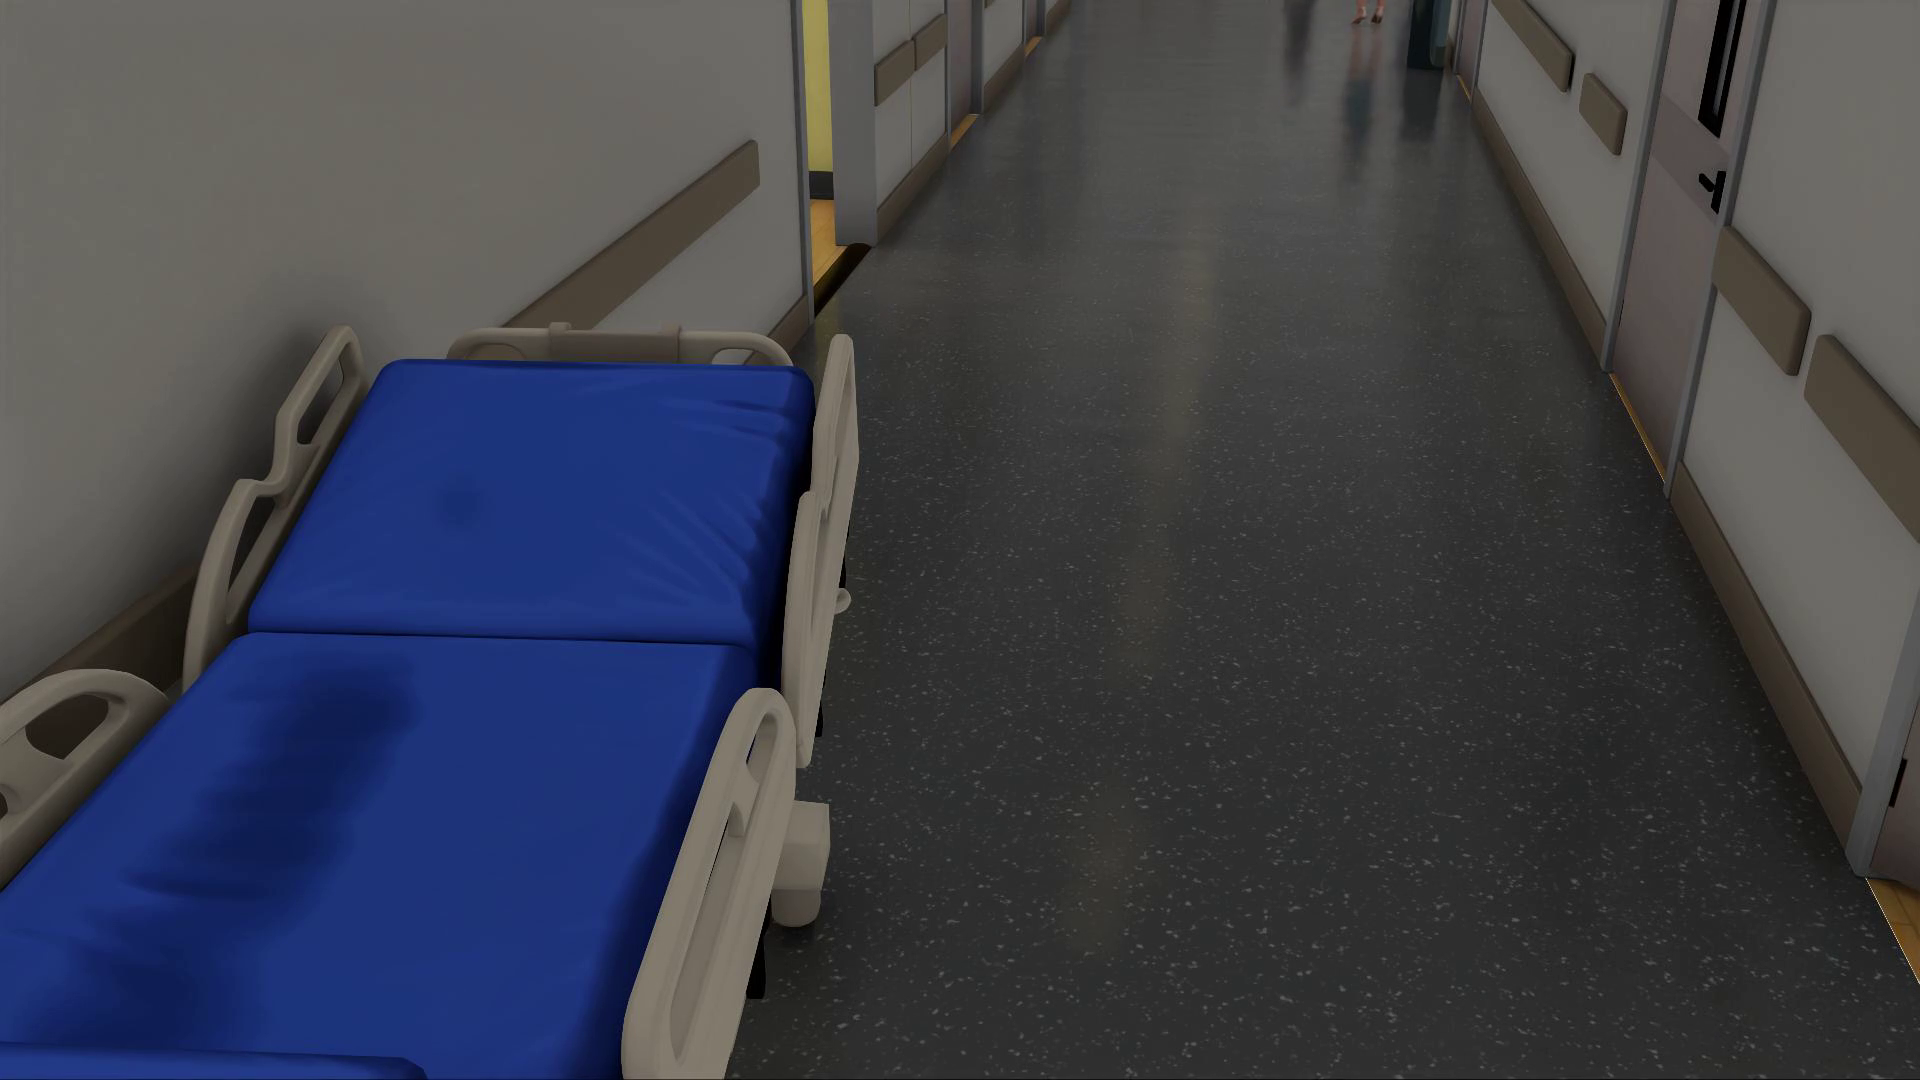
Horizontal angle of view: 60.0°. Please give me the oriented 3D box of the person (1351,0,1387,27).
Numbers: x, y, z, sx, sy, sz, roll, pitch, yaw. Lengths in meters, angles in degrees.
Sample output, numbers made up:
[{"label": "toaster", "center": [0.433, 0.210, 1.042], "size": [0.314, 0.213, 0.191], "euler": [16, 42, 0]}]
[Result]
[{"label": "person", "center": [3.819, -5.584, 15.199], "size": [0.567, 1.686, 0.680], "euler": [-8, 27, -17]}]
